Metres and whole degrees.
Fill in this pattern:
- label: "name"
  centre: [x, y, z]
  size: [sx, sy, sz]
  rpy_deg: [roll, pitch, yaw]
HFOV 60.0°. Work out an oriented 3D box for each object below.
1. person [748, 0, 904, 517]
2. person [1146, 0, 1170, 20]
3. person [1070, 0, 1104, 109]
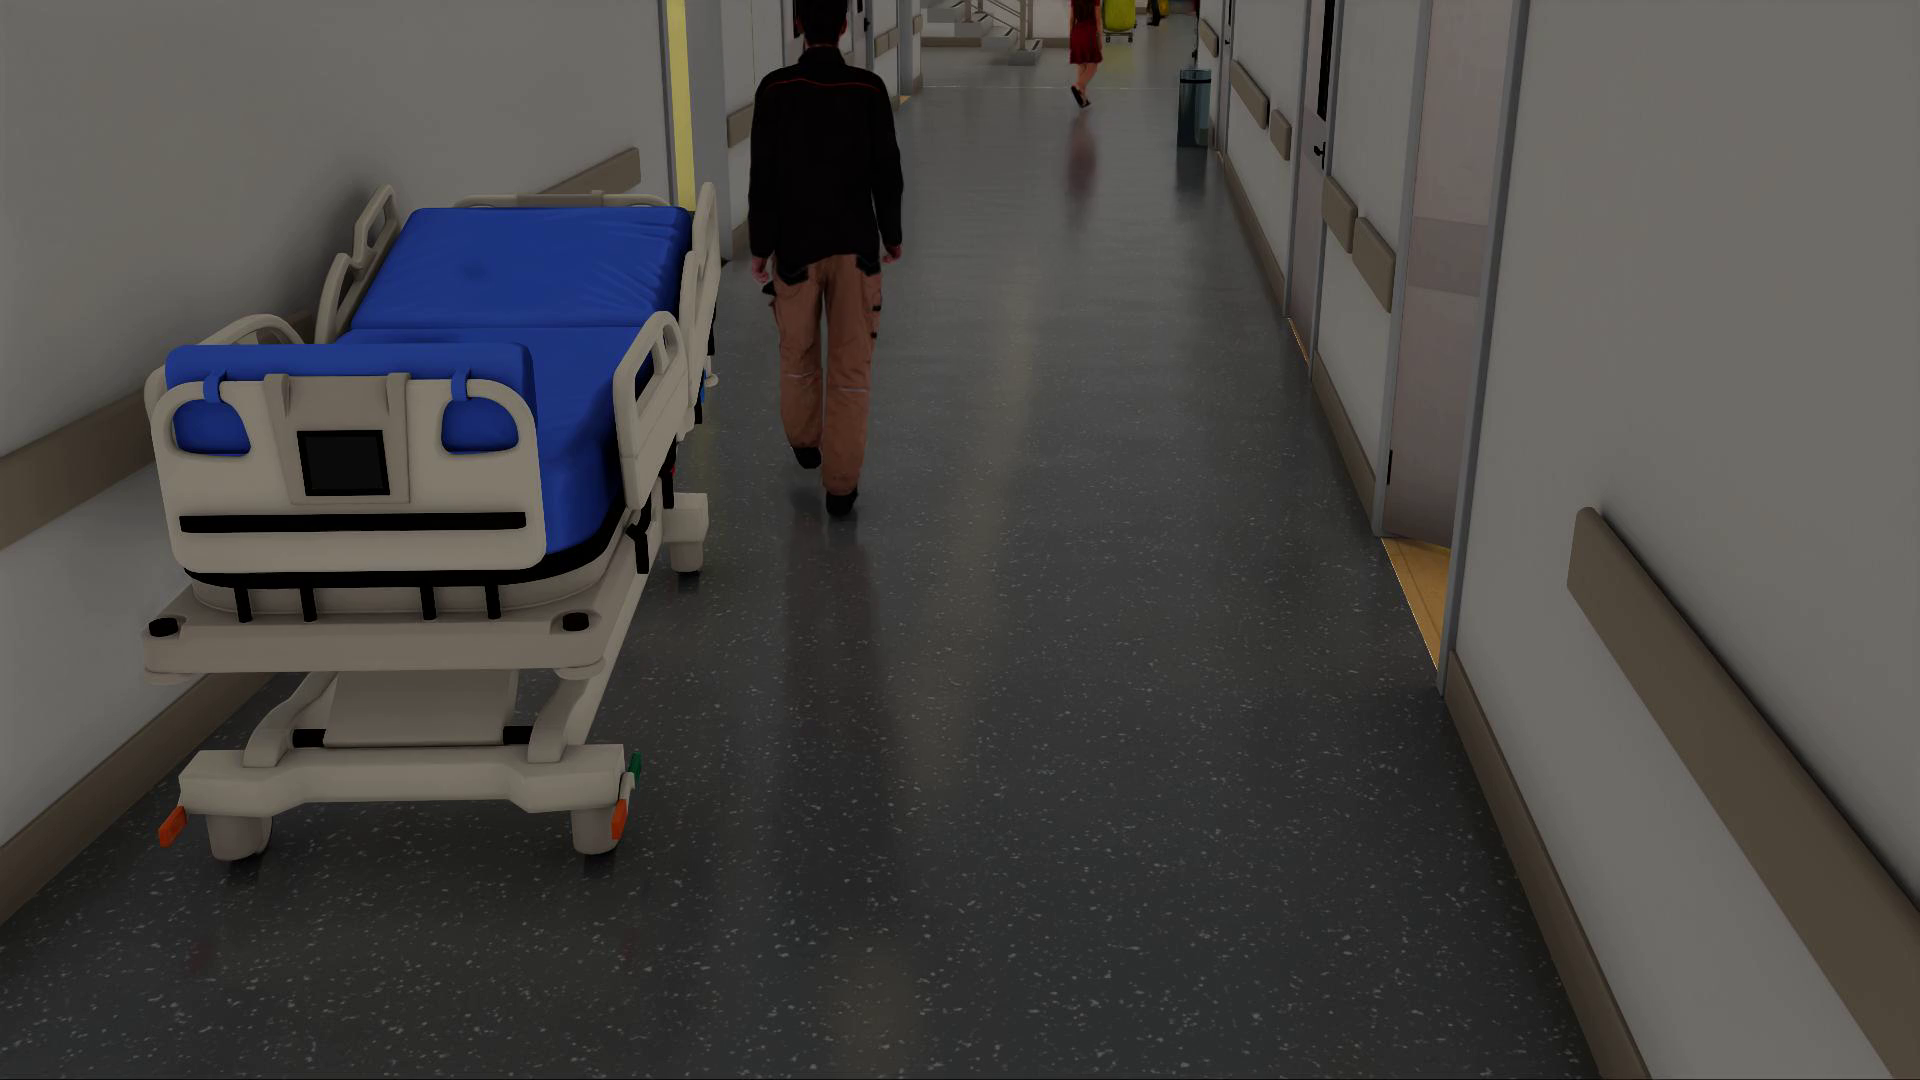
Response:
- label: "person"
  centre: [-0.489, -1.014, 6.055]
  size: [1.055, 1.898, 0.921]
  rpy_deg: [-2, 21, -6]
- label: "person"
  centre: [4.200, -11.794, 34.852]
  size: [0.888, 1.661, 0.937]
  rpy_deg: [7, 22, 19]
- label: "person"
  centre: [1.395, -5.647, 18.790]
  size: [0.875, 1.535, 0.815]
  rpy_deg: [11, 23, 26]
